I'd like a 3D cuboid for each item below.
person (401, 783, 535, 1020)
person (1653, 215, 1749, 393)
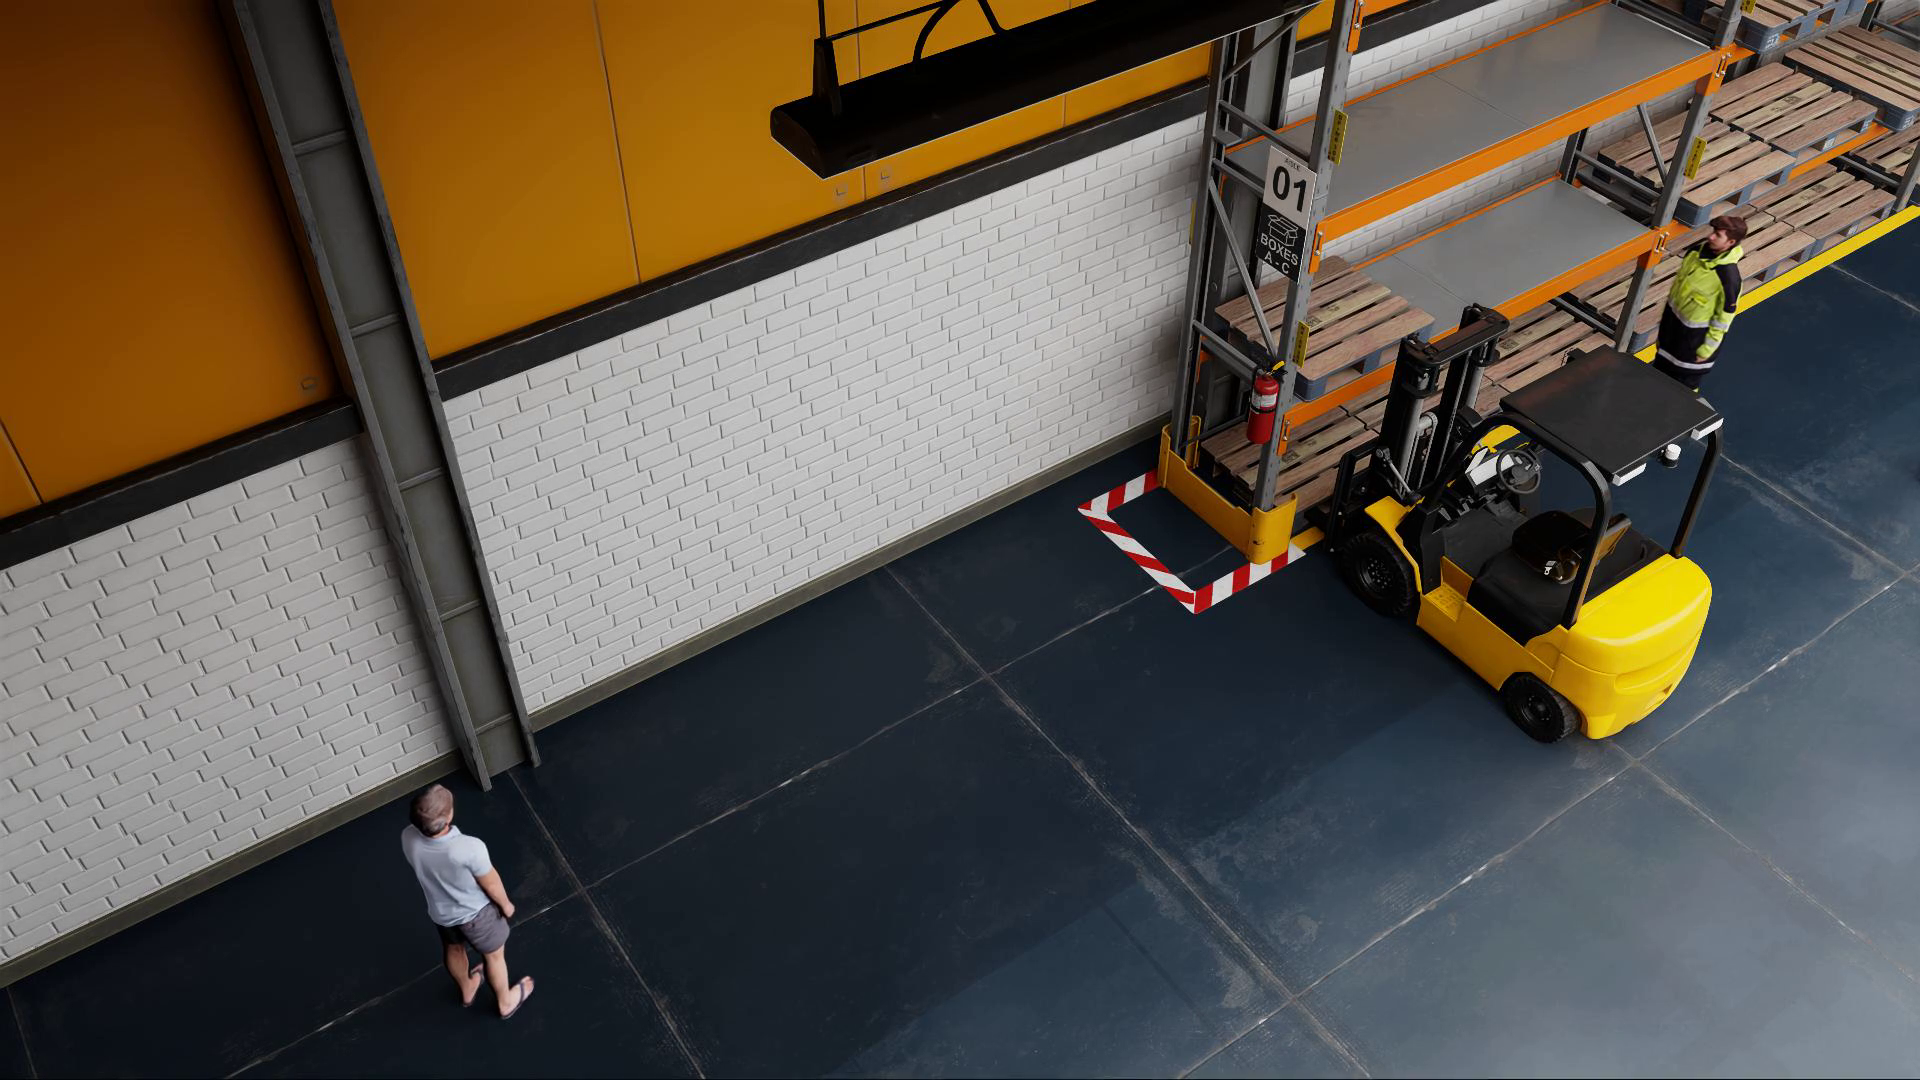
[{"bbox_3d":[-2.661,1.952,8.845,0.735,1.831,0.773,11,45,12],"label":"person"},{"bbox_3d":[5.480,-1.578,12.440,0.799,1.983,0.856,-9,44,-10],"label":"person"}]
